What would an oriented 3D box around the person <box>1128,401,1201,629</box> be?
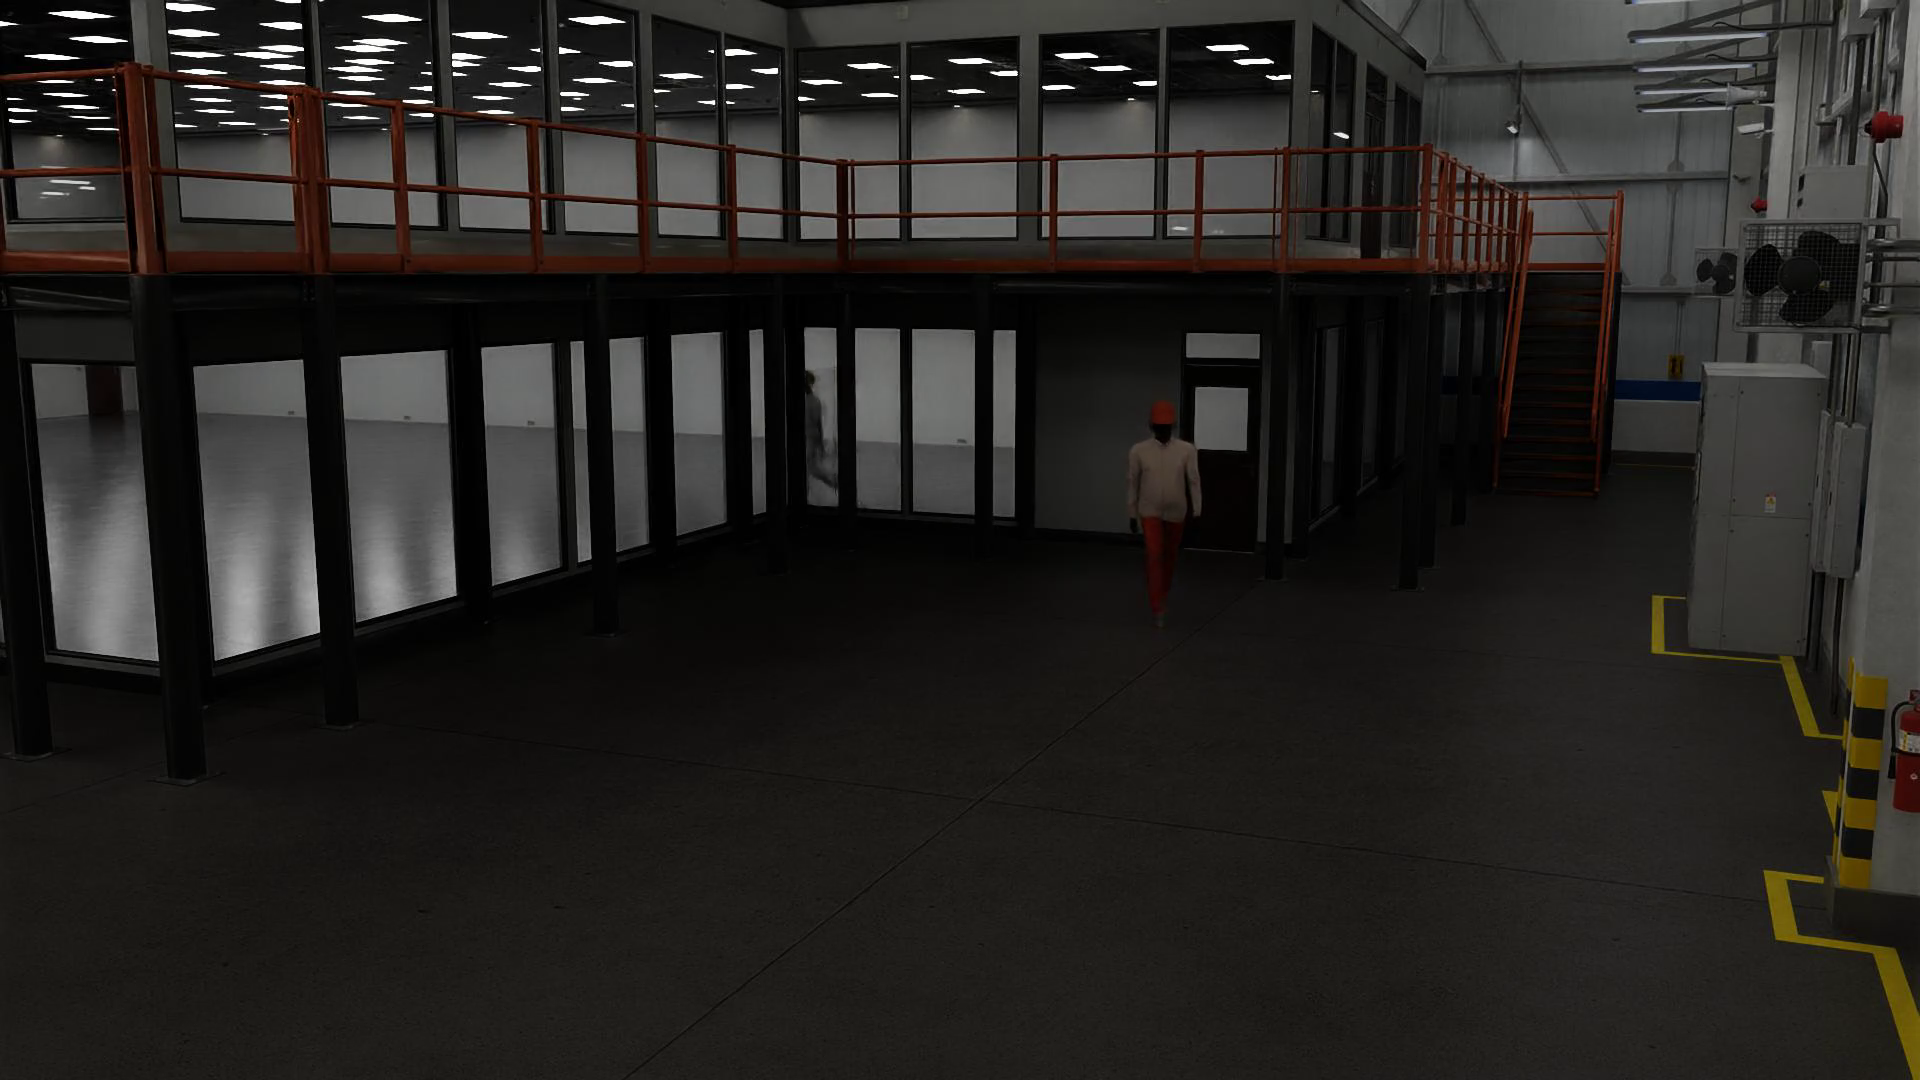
[{"bbox_3d":[1.780,-0.261,14.575,0.621,1.953,1.009,0,9,0],"label":"person"}]
